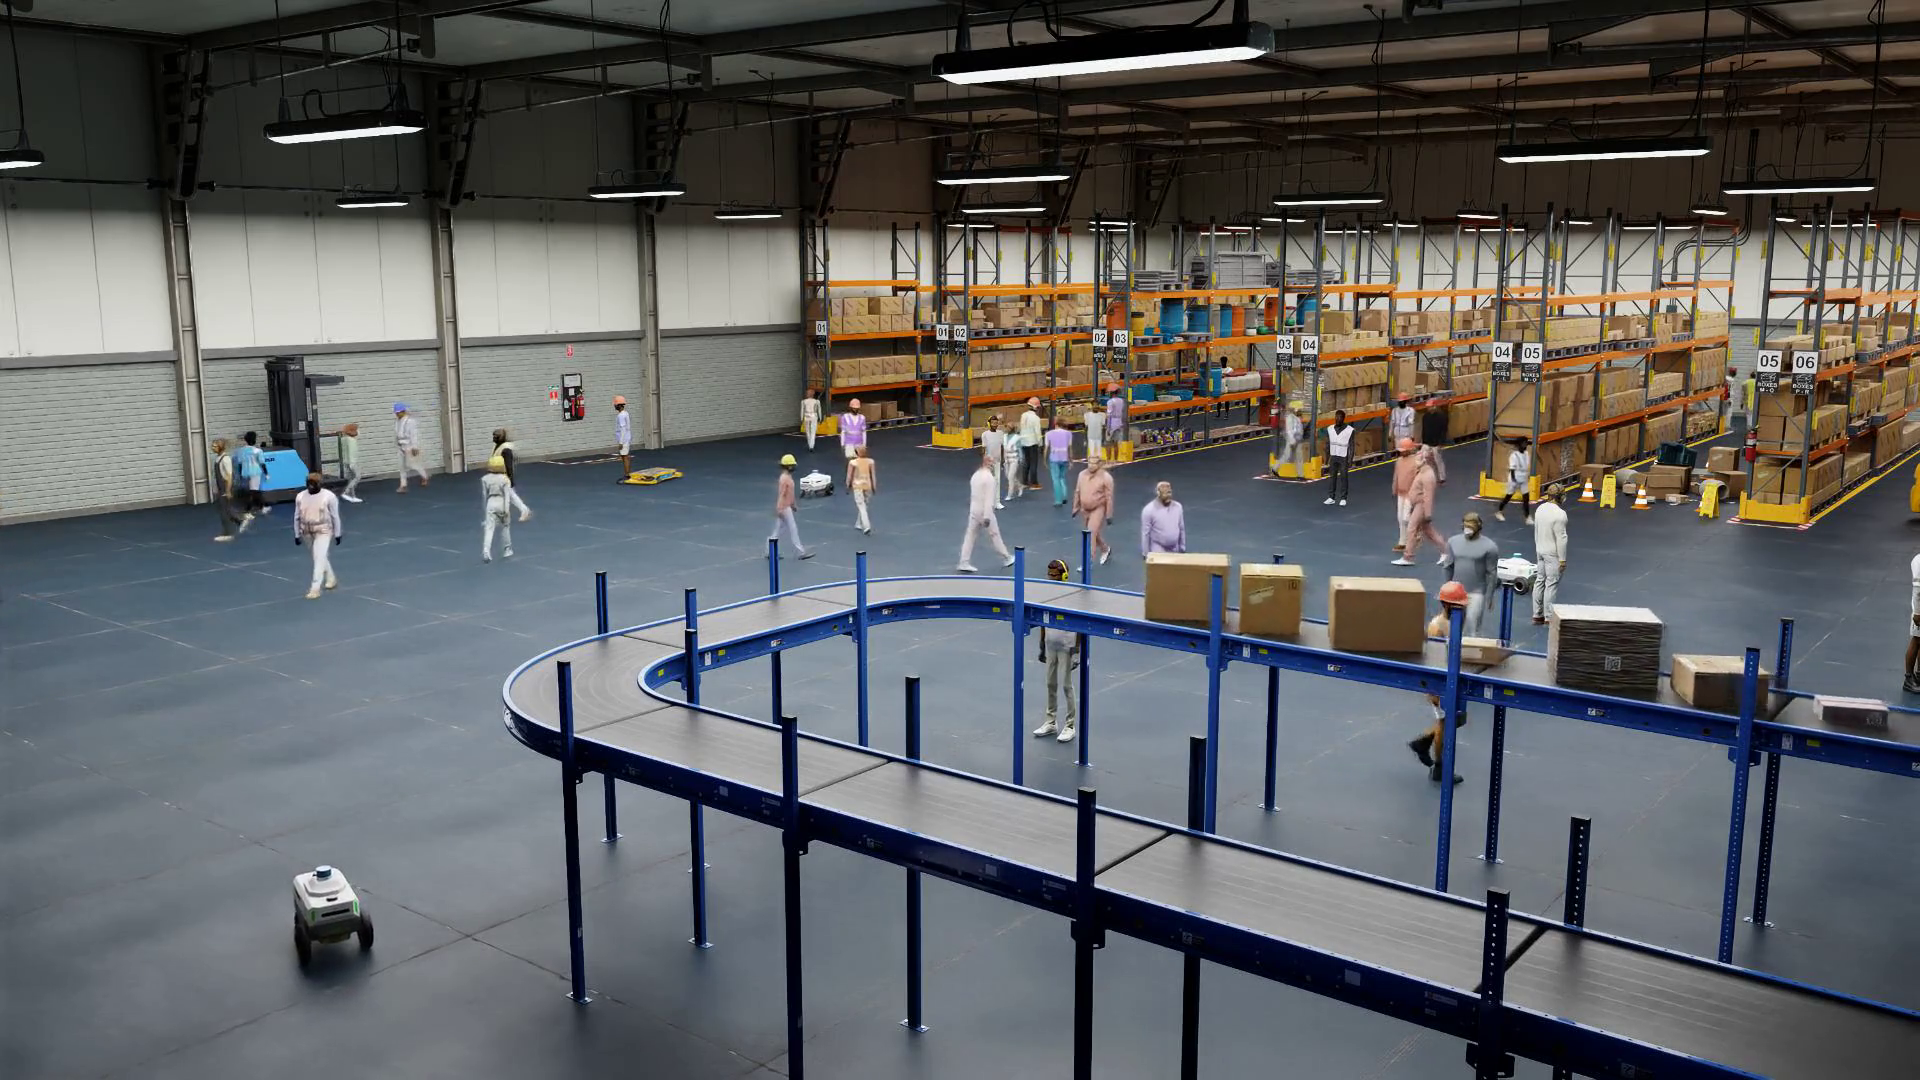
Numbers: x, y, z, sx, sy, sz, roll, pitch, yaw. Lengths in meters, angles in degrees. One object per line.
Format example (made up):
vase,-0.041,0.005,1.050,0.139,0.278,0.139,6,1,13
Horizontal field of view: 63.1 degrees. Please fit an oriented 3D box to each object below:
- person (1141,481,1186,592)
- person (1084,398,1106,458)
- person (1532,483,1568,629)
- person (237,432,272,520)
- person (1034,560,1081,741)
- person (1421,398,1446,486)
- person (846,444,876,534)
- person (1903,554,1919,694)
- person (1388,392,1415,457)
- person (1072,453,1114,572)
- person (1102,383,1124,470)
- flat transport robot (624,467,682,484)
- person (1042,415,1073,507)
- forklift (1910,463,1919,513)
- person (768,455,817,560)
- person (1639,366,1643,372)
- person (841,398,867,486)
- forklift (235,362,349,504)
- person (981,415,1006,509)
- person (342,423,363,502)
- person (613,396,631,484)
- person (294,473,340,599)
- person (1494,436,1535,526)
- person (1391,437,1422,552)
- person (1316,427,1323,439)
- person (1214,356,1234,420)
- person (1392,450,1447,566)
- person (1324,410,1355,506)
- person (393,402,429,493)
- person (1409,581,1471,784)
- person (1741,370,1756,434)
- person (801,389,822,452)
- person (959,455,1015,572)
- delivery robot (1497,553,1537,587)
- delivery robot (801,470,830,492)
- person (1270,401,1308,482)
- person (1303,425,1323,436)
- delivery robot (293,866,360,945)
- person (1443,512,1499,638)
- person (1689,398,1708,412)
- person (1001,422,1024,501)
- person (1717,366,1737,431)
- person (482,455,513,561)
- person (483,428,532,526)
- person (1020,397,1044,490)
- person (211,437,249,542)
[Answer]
person,2.777,0.097,21.626,0.640,1.882,0.839,-6,12,-29
person,3.001,-2.257,34.960,0.516,1.855,0.602,-1,10,-6
person,7.889,0.203,20.869,0.372,1.940,0.630,-2,10,-11
person,-13.383,-1.235,29.743,0.545,1.646,0.867,3,10,16
person,1.009,1.111,15.948,0.521,1.870,0.319,9,14,42
person,10.248,-2.115,33.908,1.015,1.947,0.633,-7,12,-36
person,-1.762,-0.926,28.186,0.528,1.598,0.849,-5,11,-27
person,10.983,0.765,17.705,0.545,1.939,0.354,-6,12,-29
person,9.966,-2.385,35.508,0.564,1.906,0.791,9,14,43
person,2.160,-0.468,24.847,0.645,1.872,0.894,9,14,42
person,3.587,-2.678,36.830,0.425,2.033,0.625,9,13,41
flat transport robot,-6.849,-1.439,34.919,0.652,0.197,1.431,3,11,18
person,1.938,-1.566,31.159,0.557,1.820,0.501,-4,11,-24
forklift,19.034,-1.348,28.998,2.313,2.155,1.214,8,13,37
person,-2.766,-0.526,25.552,0.883,1.731,0.542,0,10,3
person,19.219,-3.965,44.400,0.408,1.911,0.596,-8,13,-40
person,-2.277,-2.100,33.852,0.557,1.922,0.551,-4,11,-19
forklift,-13.803,-2.244,32.110,1.129,2.768,1.873,8,13,37
person,0.665,-1.537,30.889,0.517,1.865,0.322,-5,11,-27
person,-12.296,-1.554,31.658,0.342,1.616,0.536,-5,11,-24
person,-7.433,-2.203,34.410,0.376,1.939,0.547,0,10,-2
person,-9.442,-0.102,23.012,0.632,1.805,0.973,1,10,8
person,10.367,-1.129,29.159,0.541,1.661,0.865,-6,12,-31
person,7.461,-0.751,26.169,0.501,1.966,0.689,-4,11,-23
person,9.238,-3.182,40.468,0.721,1.741,0.543,-7,12,-36
person,8.173,-4.726,48.549,0.603,1.959,0.374,6,12,30
person,7.470,-0.515,25.082,0.908,1.875,0.652,3,10,15
person,7.626,-1.658,31.397,0.590,1.918,0.391,8,13,37
person,-11.731,-1.992,33.282,0.641,1.921,0.674,6,12,32
person,4.522,1.312,14.673,0.499,1.918,0.559,10,14,43
person,22.386,-3.876,44.180,0.658,1.818,0.580,7,12,36
person,-3.847,-3.093,40.342,0.526,1.602,0.804,1,10,7
person,0.445,-0.424,24.658,1.071,1.836,0.657,-6,12,-30
delivery robot,8.277,0.443,23.268,0.477,0.478,0.707,-7,12,-35
delivery robot,-3.013,-1.216,32.604,0.477,0.478,0.707,6,11,29
person,7.387,-2.219,34.955,0.831,1.791,0.577,9,13,41
person,9.391,-3.556,41.854,0.979,2.000,0.695,-9,13,-41
delivery robot,-4.549,2.583,11.221,0.477,0.478,0.707,-6,12,-32
person,6.018,0.619,18.525,0.635,1.936,0.355,8,13,38
person,21.923,-4.304,46.405,1.055,1.883,0.589,3,11,18
person,1.107,-1.640,32.112,0.545,1.619,0.601,10,14,43
person,22.117,-4.097,45.277,0.635,1.862,0.606,1,10,8
person,-7.606,-0.530,25.646,0.484,1.707,0.823,0,10,1
person,-8.447,-1.194,29.124,0.907,1.808,0.622,-5,11,-28
person,1.555,-2.077,33.580,0.441,1.984,0.656,-7,12,-33
person,-12.825,-0.900,27.376,0.508,1.829,0.536,-7,12,-35
